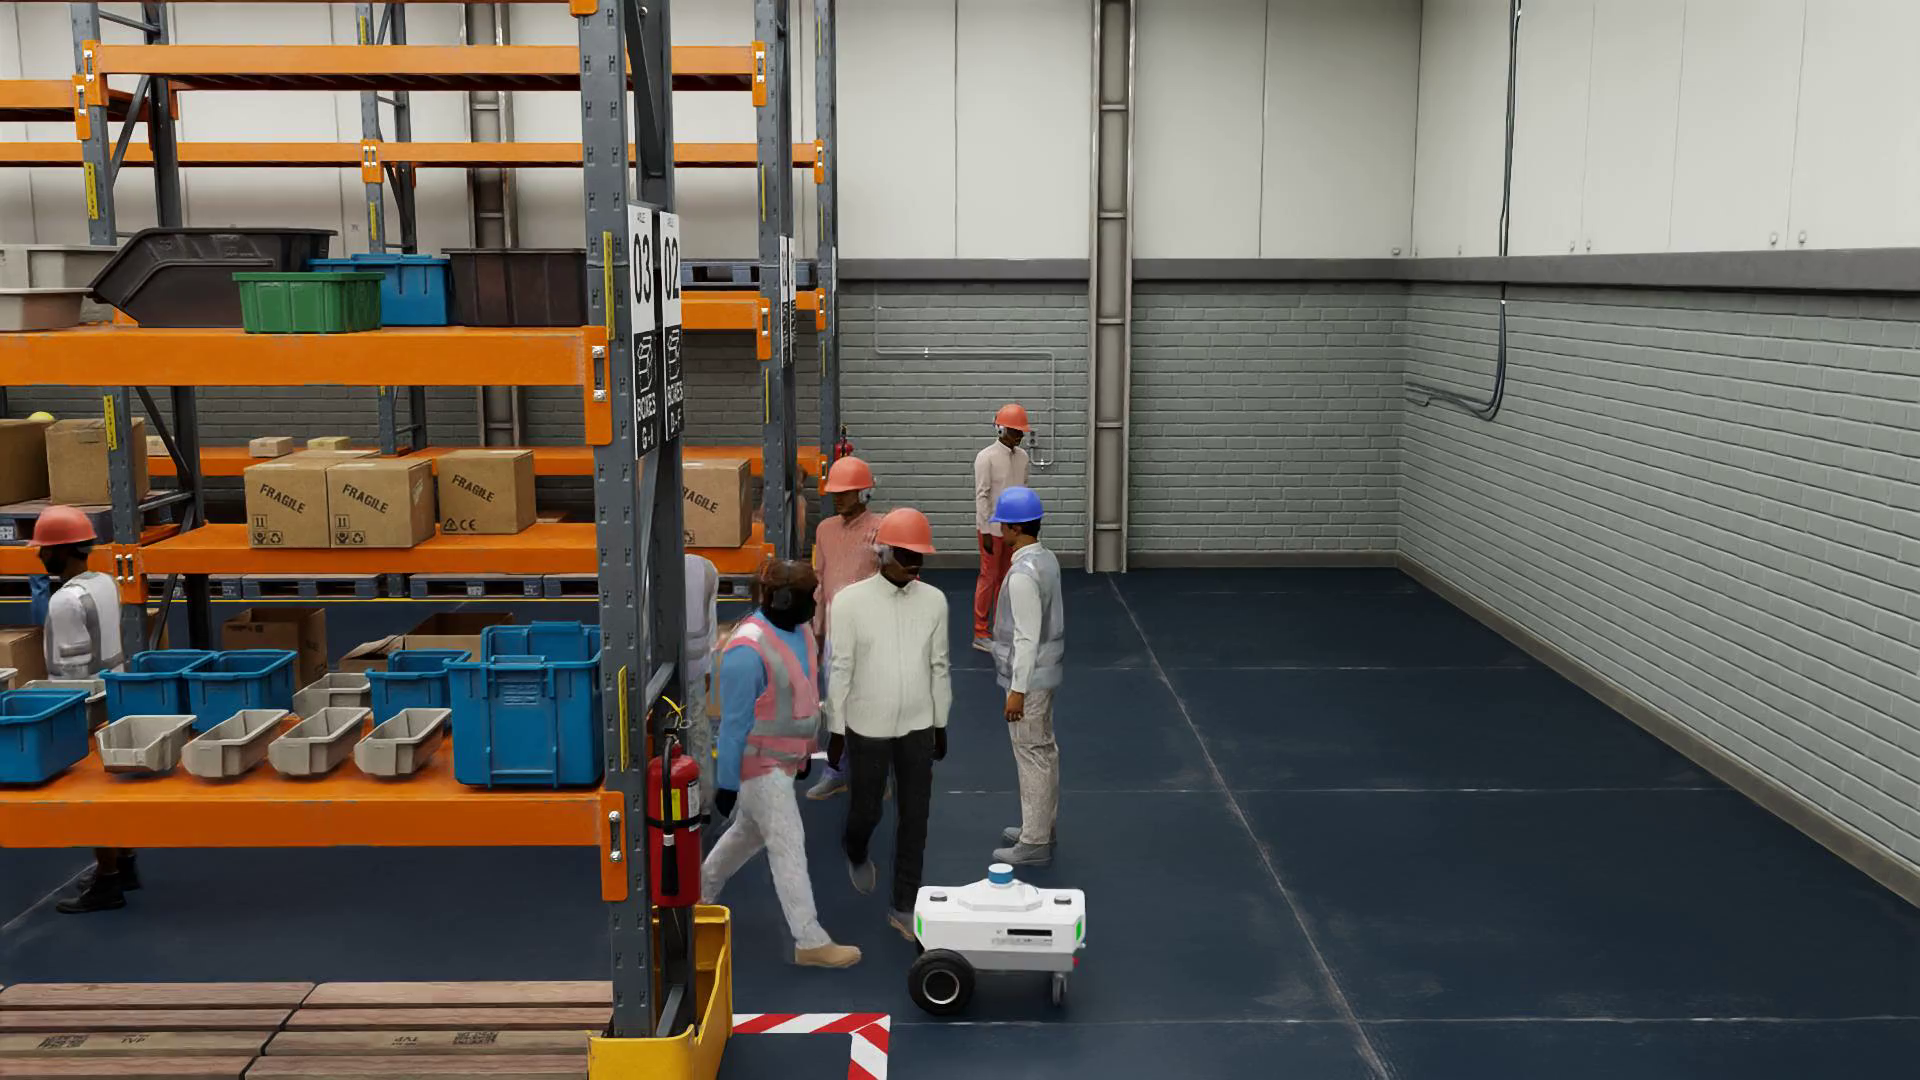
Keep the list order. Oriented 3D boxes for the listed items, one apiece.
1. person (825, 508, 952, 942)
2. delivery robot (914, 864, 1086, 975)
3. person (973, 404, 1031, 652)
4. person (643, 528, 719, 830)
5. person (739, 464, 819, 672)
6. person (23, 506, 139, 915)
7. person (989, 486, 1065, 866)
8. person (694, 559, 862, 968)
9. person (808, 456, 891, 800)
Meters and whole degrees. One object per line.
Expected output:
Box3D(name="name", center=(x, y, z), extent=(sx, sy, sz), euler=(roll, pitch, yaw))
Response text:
Box3D(name="person", center=(-0.336, 0.819, 7.614), extent=(0.648, 1.969, 0.653), euler=(-4, 10, -25))
Box3D(name="delivery robot", center=(0.171, 1.592, 6.918), extent=(0.707, 0.478, 0.477), euler=(1, 9, 3))
Box3D(name="person", center=(0.363, -0.093, 13.214), extent=(0.434, 1.977, 0.598), euler=(8, 12, 41))
Box3D(name="person", center=(-1.552, 0.688, 8.840), extent=(0.404, 1.834, 0.592), euler=(9, 13, 44))
Box3D(name="person", center=(-1.427, 0.199, 12.536), extent=(0.710, 1.605, 0.545), euler=(5, 10, 27))
Box3D(name="person", center=(-4.160, 0.799, 7.873), extent=(0.369, 1.933, 0.562), euler=(-1, 9, -7))
Box3D(name="person", center=(0.337, 0.689, 8.490), extent=(0.403, 1.943, 0.610), euler=(2, 10, 13))
Box3D(name="person", center=(-0.903, 0.959, 7.334), extent=(0.938, 1.796, 0.665), euler=(3, 10, 18))
Box3D(name="person", center=(-0.596, 0.515, 9.413), extent=(0.626, 1.992, 0.394), euler=(6, 11, 33))
